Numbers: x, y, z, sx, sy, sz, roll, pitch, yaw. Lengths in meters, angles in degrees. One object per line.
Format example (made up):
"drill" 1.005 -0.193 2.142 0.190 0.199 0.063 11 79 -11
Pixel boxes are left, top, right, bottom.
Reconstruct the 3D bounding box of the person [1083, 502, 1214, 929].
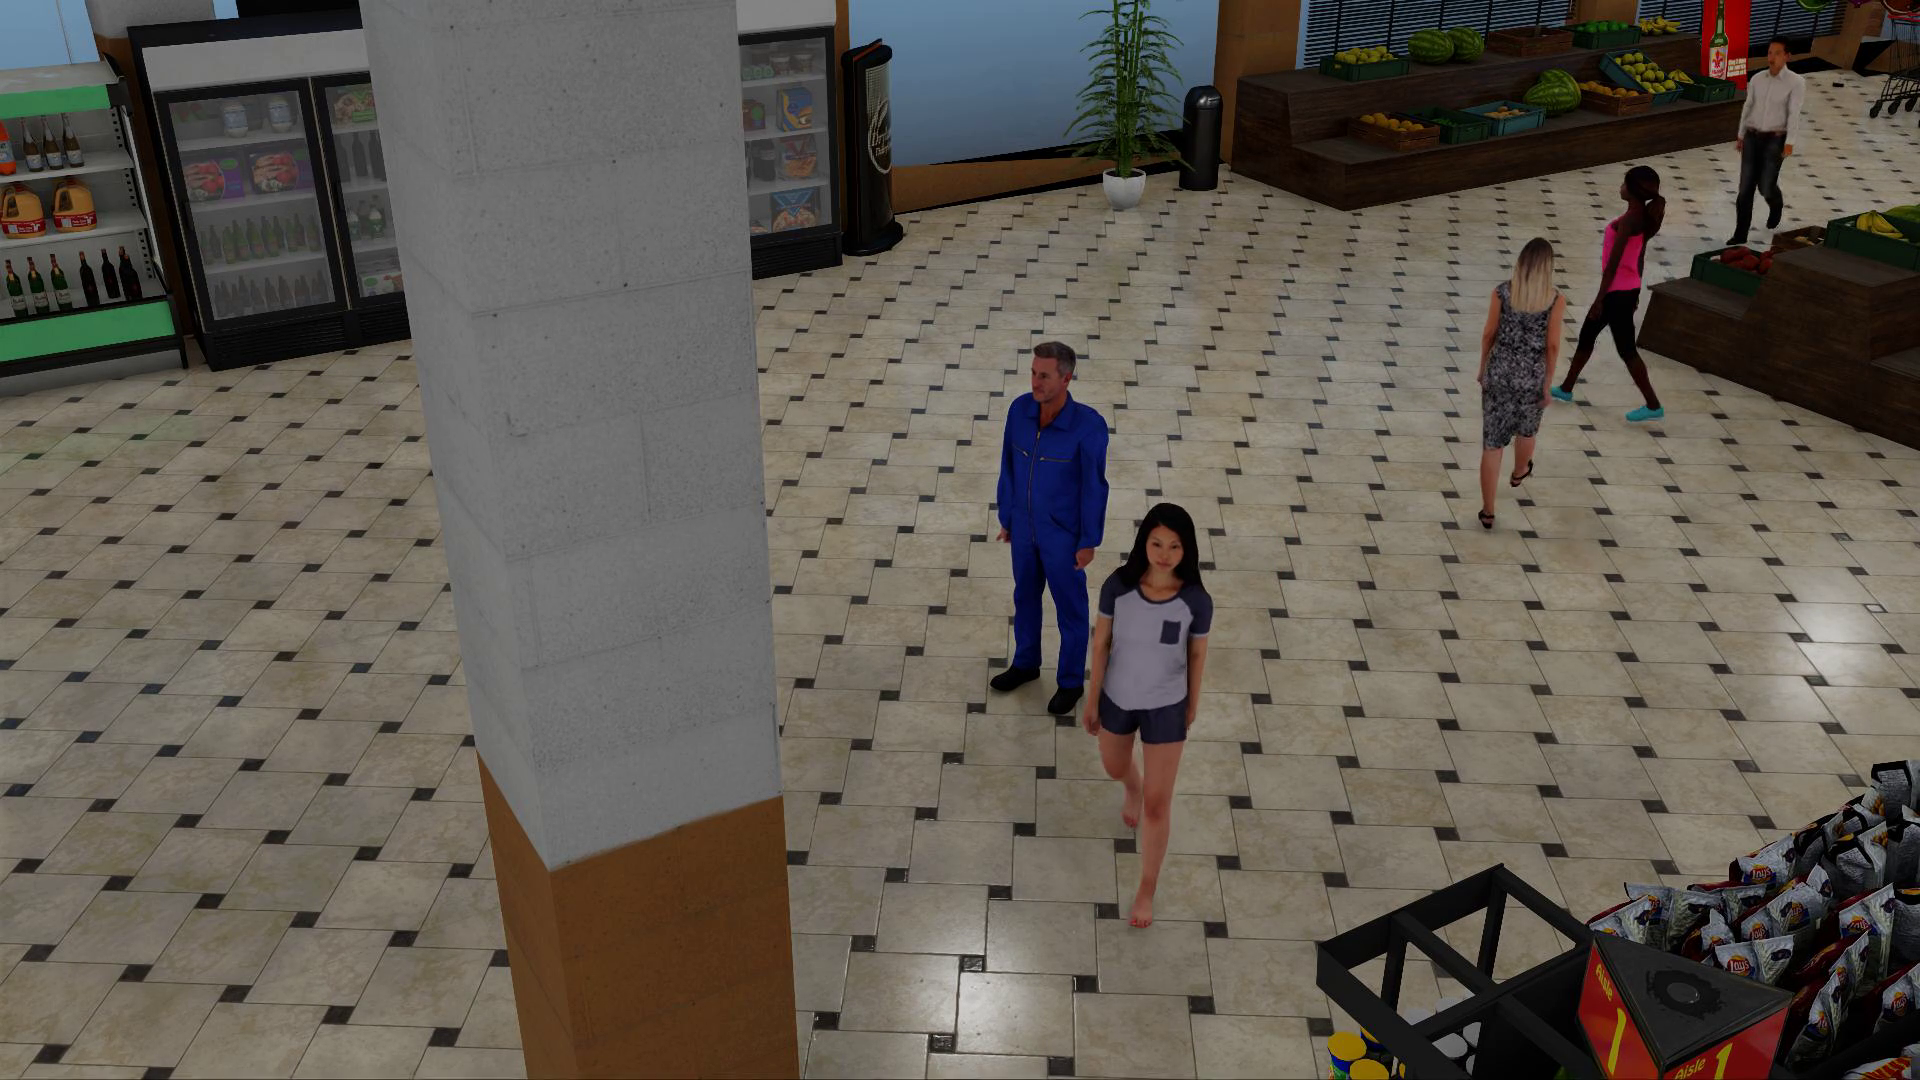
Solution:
"person" 0.737 0.610 6.610 1.020 1.679 1.120 9 28 16

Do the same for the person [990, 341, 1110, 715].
"person" 0.424 -0.069 7.783 0.783 1.828 0.707 20 33 34

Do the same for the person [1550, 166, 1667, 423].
"person" 4.397 -1.559 10.883 0.903 1.682 1.122 21 33 35

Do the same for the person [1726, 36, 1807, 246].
"person" 7.104 -3.485 14.562 1.036 1.790 0.787 -22 34 -36

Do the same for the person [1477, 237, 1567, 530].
"person" 3.145 -0.850 9.497 0.967 1.671 1.117 12 29 22
